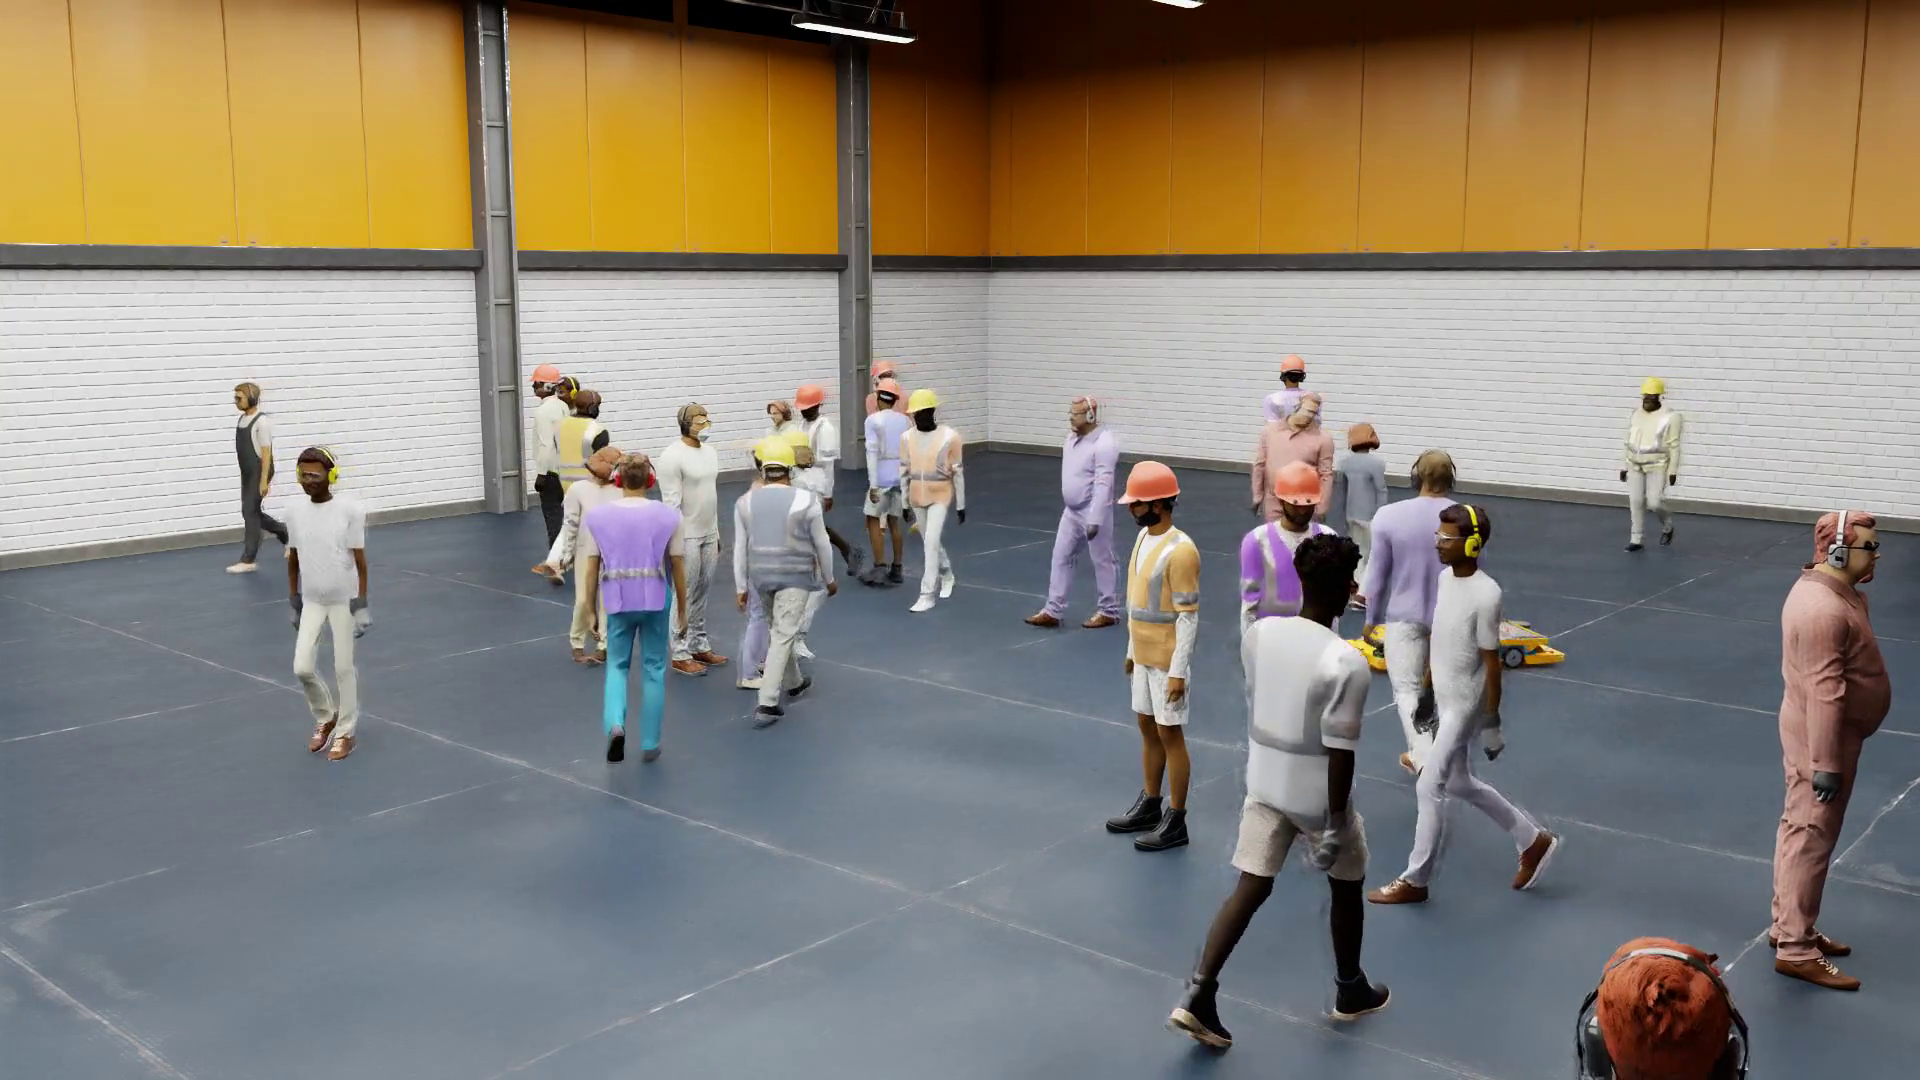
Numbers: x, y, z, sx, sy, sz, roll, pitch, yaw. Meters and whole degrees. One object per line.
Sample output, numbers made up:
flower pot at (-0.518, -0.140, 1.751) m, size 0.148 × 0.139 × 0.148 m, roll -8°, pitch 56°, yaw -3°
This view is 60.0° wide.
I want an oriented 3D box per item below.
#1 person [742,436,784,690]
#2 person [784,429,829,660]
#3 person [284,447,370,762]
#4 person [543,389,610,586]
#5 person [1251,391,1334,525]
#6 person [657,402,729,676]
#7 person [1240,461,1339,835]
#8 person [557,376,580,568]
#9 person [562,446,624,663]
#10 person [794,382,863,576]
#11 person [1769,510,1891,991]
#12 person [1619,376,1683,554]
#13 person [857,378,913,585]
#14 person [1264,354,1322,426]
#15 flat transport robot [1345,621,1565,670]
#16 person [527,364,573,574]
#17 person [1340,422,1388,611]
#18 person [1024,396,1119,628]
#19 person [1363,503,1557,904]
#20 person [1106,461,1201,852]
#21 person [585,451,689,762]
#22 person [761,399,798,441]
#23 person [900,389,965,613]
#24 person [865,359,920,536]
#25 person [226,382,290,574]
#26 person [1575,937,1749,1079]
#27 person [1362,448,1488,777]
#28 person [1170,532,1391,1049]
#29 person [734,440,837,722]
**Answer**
person at (-1.317, 0.164, 11.335) m, size 0.439 × 1.749 × 0.552 m, roll -1°, pitch 9°, yaw -6°
person at (-1.175, 0.051, 12.152) m, size 0.494 × 1.721 × 0.348 m, roll 8°, pitch 12°, yaw 40°
person at (-3.679, 0.378, 9.689) m, size 0.528 × 1.850 × 0.383 m, roll 0°, pitch 9°, yaw 1°
person at (-3.451, -0.450, 15.012) m, size 0.637 × 1.819 × 0.735 m, roll 5°, pitch 10°, yaw 27°
person at (2.778, -0.306, 13.964) m, size 0.682 × 1.896 × 0.405 m, roll 5°, pitch 10°, yaw 30°
person at (-1.897, -0.016, 11.880) m, size 0.373 × 1.940 × 0.629 m, roll 4°, pitch 10°, yaw 22°
person at (1.679, 0.519, 8.601) m, size 0.549 × 1.914 × 0.621 m, roll -2°, pitch 9°, yaw -11°
person at (-3.763, -0.661, 16.161) m, size 0.321 × 1.867 × 0.531 m, roll -9°, pitch 13°, yaw -44°
person at (-2.627, 0.115, 12.108) m, size 0.554 × 1.607 × 0.466 m, roll -4°, pitch 10°, yaw -22°
person at (-1.259, -0.513, 15.186) m, size 0.833 × 1.882 × 0.579 m, roll -6°, pitch 11°, yaw -32°
person at (3.507, 0.823, 6.713) m, size 0.409 × 1.907 × 0.651 m, roll 4°, pitch 10°, yaw 24°
person at (7.054, -0.763, 16.963) m, size 0.515 × 1.820 × 0.604 m, roll -7°, pitch 11°, yaw -36°
person at (-0.679, -0.543, 15.344) m, size 0.605 × 1.890 × 0.500 m, roll -8°, pitch 12°, yaw -41°
person at (3.318, -0.837, 16.701) m, size 0.605 × 2.045 × 0.386 m, roll -1°, pitch 9°, yaw -9°
flat transport robot at (3.621, 0.761, 12.217) m, size 1.431 × 0.197 × 0.652 m, roll -1°, pitch 9°, yaw -9°
person at (-3.895, -0.678, 15.848) m, size 0.369 × 1.996 × 0.622 m, roll 1°, pitch 9°, yaw 7°
person at (3.413, -0.187, 13.957) m, size 0.343 × 1.618 × 0.526 m, roll -5°, pitch 10°, yaw -28°
person at (0.899, -0.201, 13.214) m, size 0.865 × 1.872 × 0.678 m, roll -5°, pitch 10°, yaw -29°
person at (2.293, 0.738, 7.478) m, size 0.858 × 1.846 × 0.521 m, roll 0°, pitch 9°, yaw -2°
person at (0.960, 0.570, 8.225) m, size 0.376 × 1.931 × 0.542 m, roll -3°, pitch 10°, yaw -19°
person at (-1.859, 0.403, 9.583) m, size 0.573 × 1.826 × 0.472 m, roll -1°, pitch 9°, yaw -5°
person at (-1.712, -0.574, 16.353) m, size 0.529 × 1.623 × 0.426 m, roll 5°, pitch 10°, yaw 29°
person at (-0.233, -0.371, 14.320) m, size 0.594 × 1.879 × 0.962 m, roll 5°, pitch 10°, yaw 27°
person at (-0.665, -0.970, 17.917) m, size 0.628 × 1.941 × 0.893 m, roll -7°, pitch 11°, yaw -38°
person at (-6.743, -0.615, 16.001) m, size 0.530 × 1.826 × 0.760 m, roll 8°, pitch 12°, yaw 42°
person at (1.032, 1.525, 2.548) m, size 0.571 × 1.843 × 0.990 m, roll 6°, pitch 11°, yaw 34°
person at (2.546, 0.454, 9.057) m, size 0.629 × 1.910 × 0.939 m, roll 0°, pitch 9°, yaw 0°
person at (1.204, 0.917, 6.106) m, size 1.001 × 1.921 × 0.601 m, roll -7°, pitch 12°, yaw -39°
person at (-1.149, 0.253, 10.732) m, size 0.591 × 1.785 × 0.972 m, roll 3°, pitch 10°, yaw 20°
